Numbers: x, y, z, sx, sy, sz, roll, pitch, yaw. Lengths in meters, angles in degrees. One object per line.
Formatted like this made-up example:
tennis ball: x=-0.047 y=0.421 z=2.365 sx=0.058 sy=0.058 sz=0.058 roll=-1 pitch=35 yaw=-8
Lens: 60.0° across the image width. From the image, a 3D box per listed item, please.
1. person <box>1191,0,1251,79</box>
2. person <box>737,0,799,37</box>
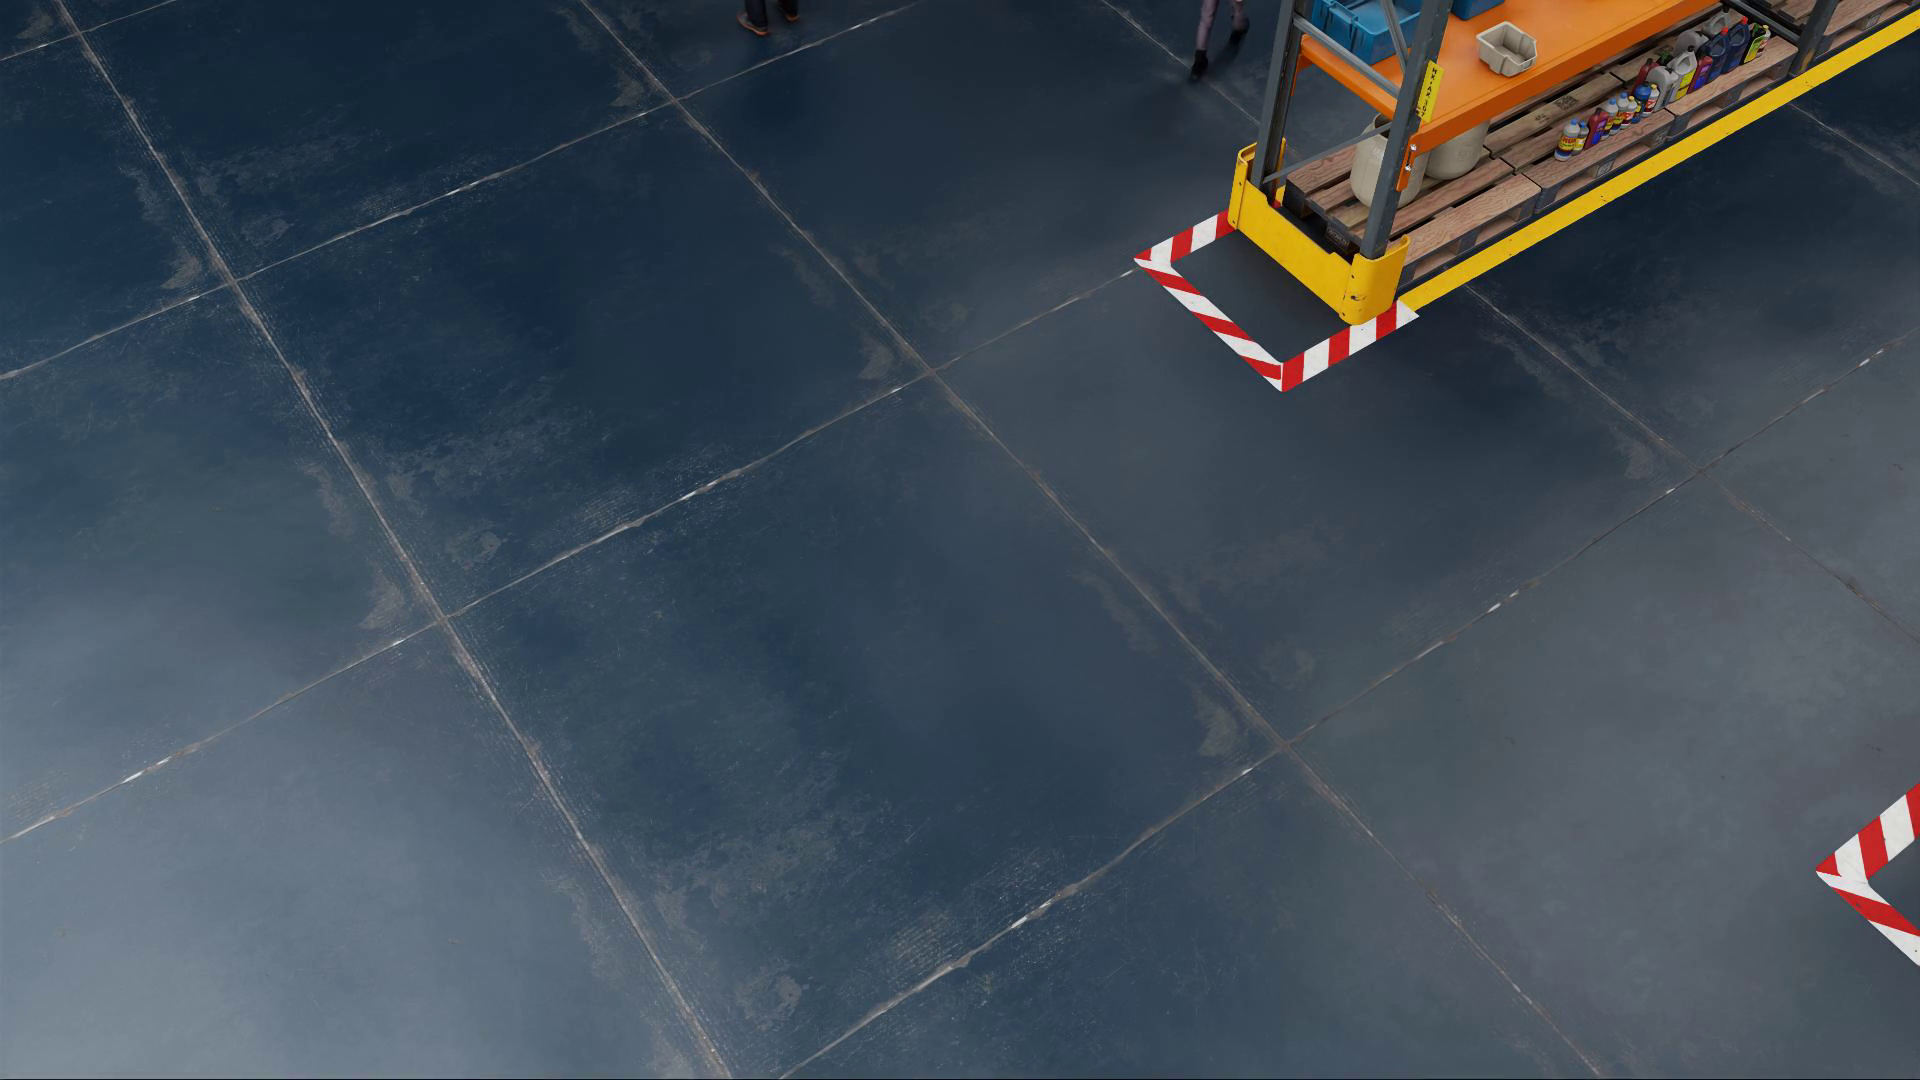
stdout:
person: x=1.673 y=-3.550 z=10.686 sx=0.749 sy=1.250 sz=0.943 roll=22 pitch=55 yaw=16
person: x=-1.324 y=-4.164 z=10.804 sx=0.492 sy=1.816 sz=0.700 roll=-31 pitch=58 yaw=-22
